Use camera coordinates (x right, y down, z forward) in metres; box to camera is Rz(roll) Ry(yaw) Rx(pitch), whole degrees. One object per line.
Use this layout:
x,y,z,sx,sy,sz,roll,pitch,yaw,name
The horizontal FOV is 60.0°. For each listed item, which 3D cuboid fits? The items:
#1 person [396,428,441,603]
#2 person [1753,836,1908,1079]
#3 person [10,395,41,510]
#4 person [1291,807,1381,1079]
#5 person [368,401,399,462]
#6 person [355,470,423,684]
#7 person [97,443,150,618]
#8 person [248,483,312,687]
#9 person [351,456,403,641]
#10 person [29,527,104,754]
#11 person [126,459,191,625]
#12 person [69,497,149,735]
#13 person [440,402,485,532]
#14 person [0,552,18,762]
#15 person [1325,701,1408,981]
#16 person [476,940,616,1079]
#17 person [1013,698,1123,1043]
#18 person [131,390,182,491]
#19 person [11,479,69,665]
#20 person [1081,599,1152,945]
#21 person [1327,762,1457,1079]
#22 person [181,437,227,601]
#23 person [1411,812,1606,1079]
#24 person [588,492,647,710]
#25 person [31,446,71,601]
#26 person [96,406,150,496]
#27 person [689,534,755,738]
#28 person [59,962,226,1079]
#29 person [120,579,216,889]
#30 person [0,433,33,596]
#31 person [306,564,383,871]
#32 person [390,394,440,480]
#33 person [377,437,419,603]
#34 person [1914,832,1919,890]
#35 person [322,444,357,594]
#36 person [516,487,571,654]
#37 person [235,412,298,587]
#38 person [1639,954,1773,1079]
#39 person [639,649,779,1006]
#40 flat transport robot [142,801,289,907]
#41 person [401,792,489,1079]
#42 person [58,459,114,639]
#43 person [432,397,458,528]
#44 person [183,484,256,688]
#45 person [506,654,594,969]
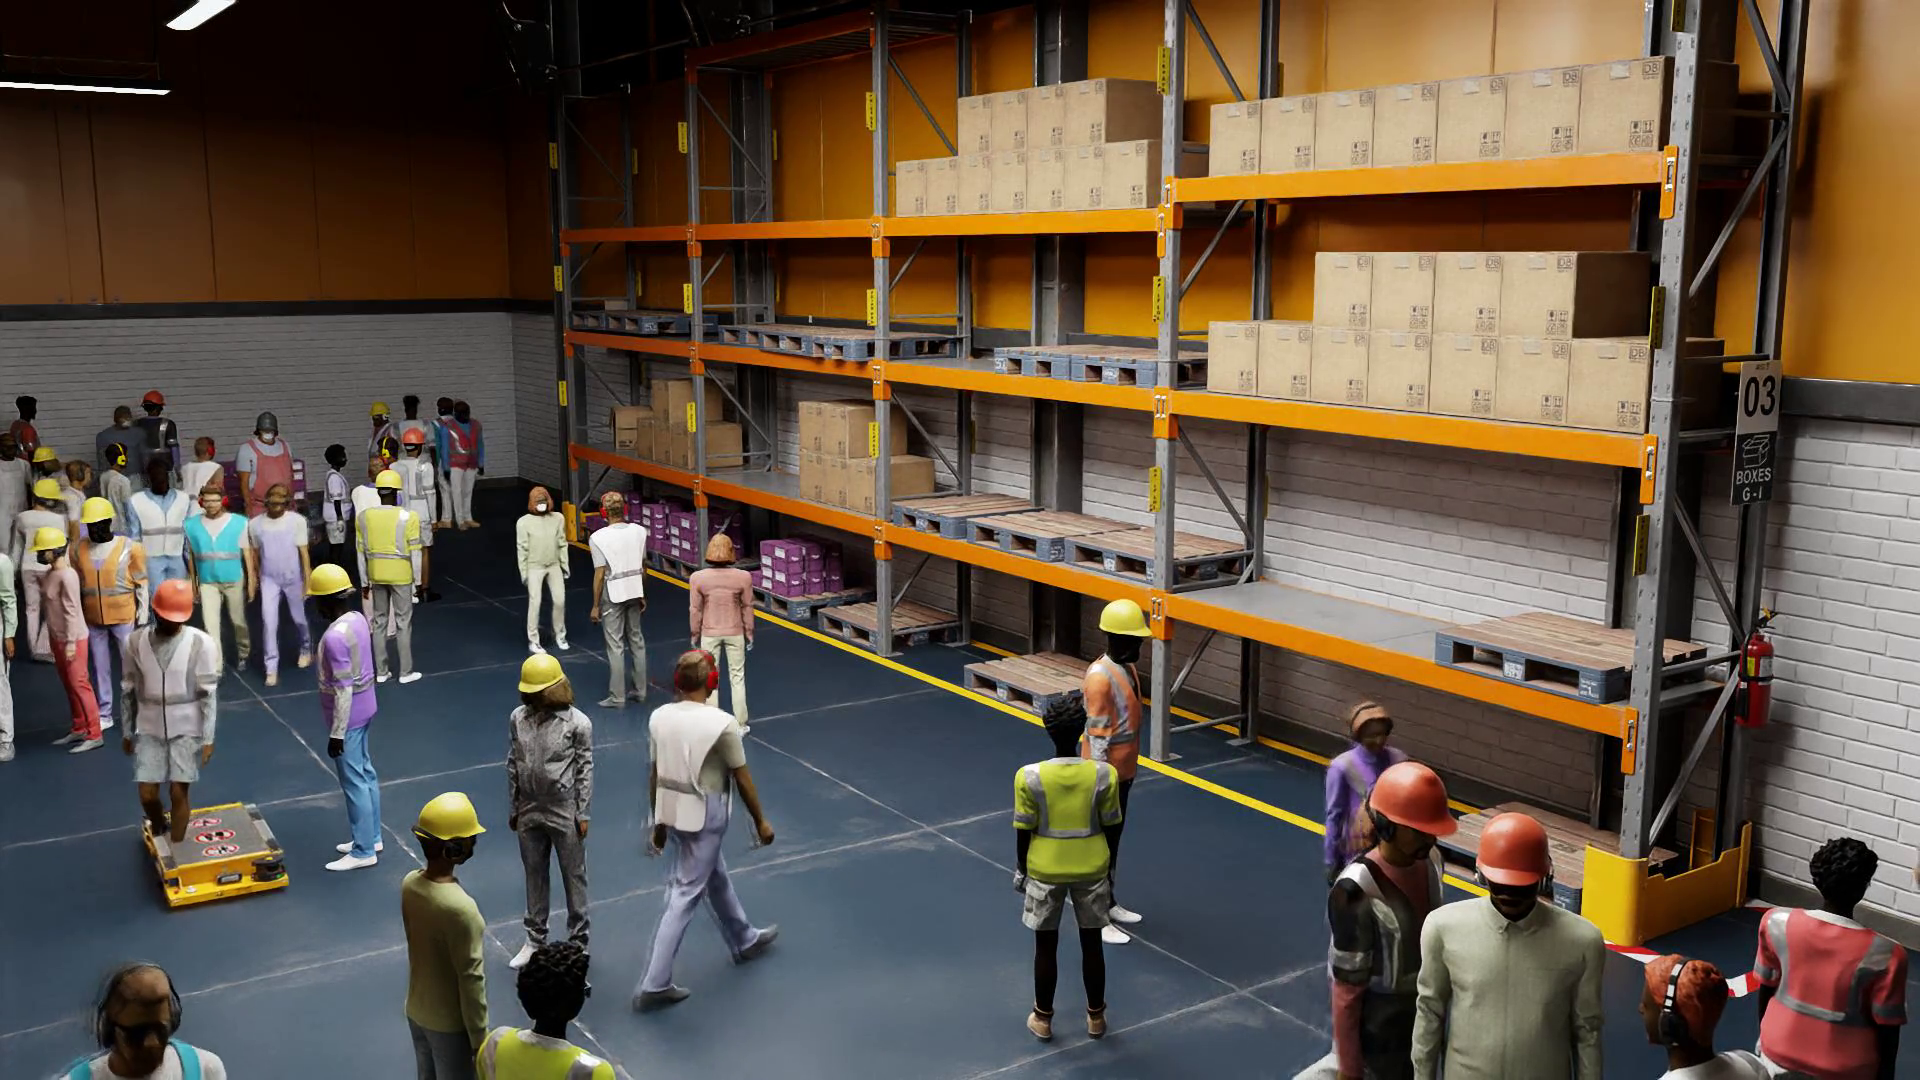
-5.988,-0.269,18.335,0.543,1.929,0.387,3,10,18,person
3.197,1.923,6.163,0.530,1.689,0.322,9,13,44,person
-12.495,-0.964,22.322,0.368,1.958,0.599,-9,13,-44,person
1.656,1.835,6.897,0.734,1.609,0.519,6,11,30,person
-7.953,-1.009,22.989,0.403,1.825,0.592,-9,13,-43,person
-5.085,0.330,14.886,0.586,1.908,0.424,1,10,5,person
-8.809,-0.088,17.464,0.505,1.863,0.333,6,11,31,person
-6.110,0.356,15.021,0.518,1.808,0.819,-3,10,-16,person
-5.757,0.094,16.484,0.560,1.837,0.392,3,10,17,person
-6.890,0.764,12.784,0.522,1.756,0.353,9,13,44,person
-7.636,0.157,15.887,0.532,1.907,0.591,9,13,42,person
-6.747,0.608,13.185,0.594,1.924,0.384,0,10,-2,person
-6.912,-1.023,23.176,0.629,1.810,0.633,9,13,41,person
-7.406,0.715,12.494,0.605,1.949,0.384,-2,10,-12,person
2.065,1.594,8.329,0.568,1.610,0.551,-6,11,-33,person
-1.276,2.084,5.233,0.530,1.690,0.322,5,11,26,person
0.515,1.599,8.051,0.533,1.692,0.319,-1,10,-4,person
-10.630,-0.960,22.047,0.616,2.040,0.382,0,10,-2,person
-8.616,0.299,15.549,0.675,1.746,0.392,2,10,11,person
0.873,1.271,9.291,0.384,1.925,0.593,3,10,19,person
1.580,1.777,6.032,0.612,2.030,0.403,-9,13,-43,person
-8.462,-0.232,18.514,0.584,1.804,0.678,5,11,27,person
1.838,1.868,5.622,0.616,1.986,0.407,3,10,16,person
-2.855,0.513,13.994,0.384,1.838,0.565,8,12,39,person
-9.994,-0.170,18.326,0.486,1.735,0.338,2,10,12,person
-10.809,-0.796,21.533,0.596,1.875,0.920,-5,11,-25,person
-1.876,0.763,13.134,0.508,1.632,0.270,-1,10,-8,person
-2.404,2.076,4.872,0.519,1.827,0.728,-7,12,-36,person
-4.790,1.154,10.091,0.592,1.895,0.477,-2,10,-12,person
-10.668,-0.290,18.716,0.342,1.839,0.502,7,12,34,person
-3.829,1.094,10.335,0.376,1.922,0.593,-1,10,-7,person
-7.396,-0.995,22.512,0.638,1.951,0.616,-1,10,-5,person
-6.148,-0.195,18.106,0.333,1.860,0.510,3,10,18,person
4.910,1.614,7.949,0.781,1.709,0.573,-7,12,-35,person
-7.052,-0.242,18.846,0.322,1.696,0.536,-4,11,-23,person
-4.003,0.285,15.985,0.509,1.621,0.289,-7,12,-36,person
-7.958,-0.483,19.252,0.536,2.000,0.683,7,12,37,person
2.031,2.078,4.705,0.580,1.879,0.351,-6,11,-32,person
-1.335,1.455,8.638,0.578,1.781,1.024,9,13,41,person
-4.663,1.914,10.370,0.652,0.197,1.431,-6,11,-31,flat transport robot
-1.967,1.840,6.454,0.339,1.761,0.524,-9,13,-42,person
-8.678,0.117,16.388,0.472,1.813,0.589,-2,10,-10,person
-7.208,-1.092,23.405,0.429,1.846,0.625,5,11,27,person
-6.624,0.369,14.958,0.601,1.800,0.946,-2,10,-12,person
-2.187,1.445,8.836,0.484,1.735,0.311,2,10,14,person
